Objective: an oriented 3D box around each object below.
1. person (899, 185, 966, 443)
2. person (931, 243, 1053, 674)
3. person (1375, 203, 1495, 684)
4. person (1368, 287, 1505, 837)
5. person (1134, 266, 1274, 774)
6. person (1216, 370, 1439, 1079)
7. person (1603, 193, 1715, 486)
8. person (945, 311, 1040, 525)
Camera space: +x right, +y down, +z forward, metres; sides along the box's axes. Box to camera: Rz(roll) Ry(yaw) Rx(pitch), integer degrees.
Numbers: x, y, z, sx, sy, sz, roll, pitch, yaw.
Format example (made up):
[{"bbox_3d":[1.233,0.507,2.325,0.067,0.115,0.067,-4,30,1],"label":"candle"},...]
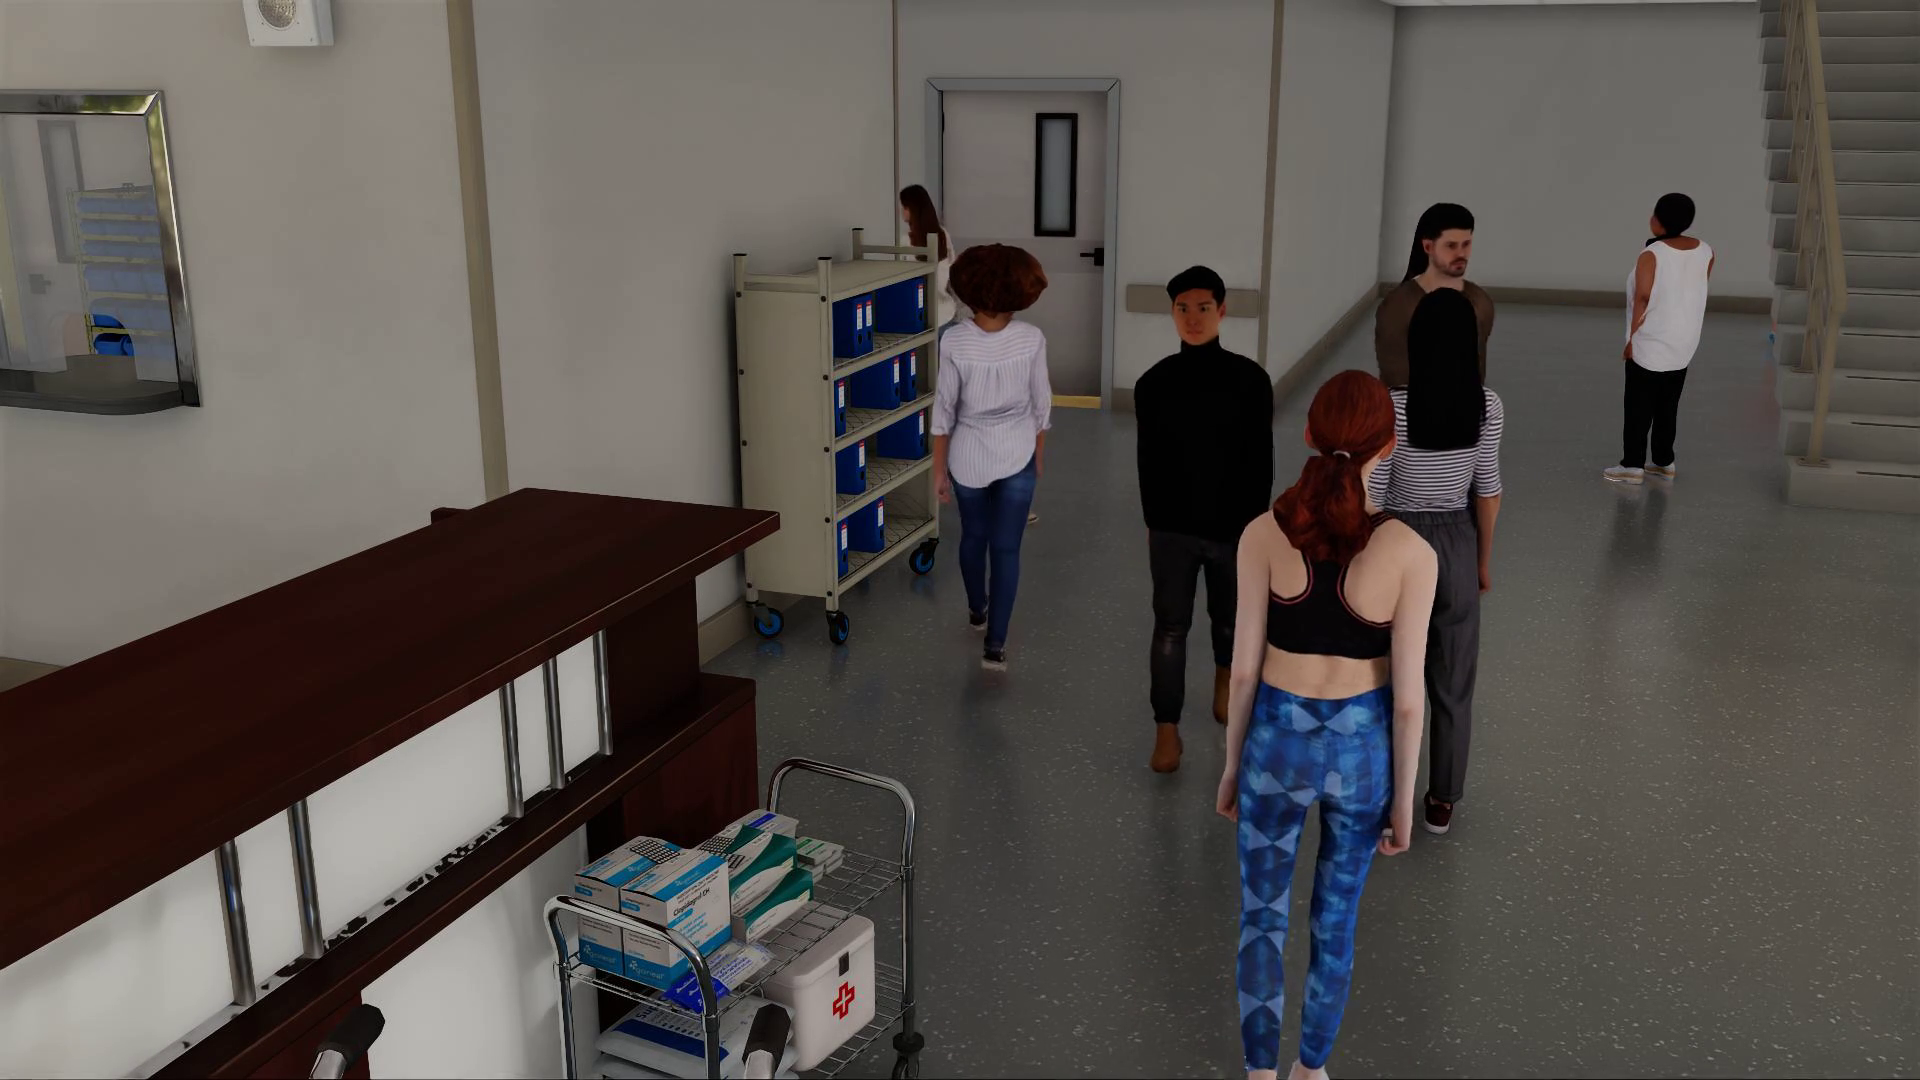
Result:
[{"bbox_3d":[-0.158,-1.309,10.191,0.812,1.674,0.874,-8,18,-26],"label":"person"},{"bbox_3d":[0.133,-0.284,6.576,0.810,1.663,1.250,1,16,5],"label":"person"},{"bbox_3d":[1.766,-0.364,6.472,0.752,1.874,0.774,-4,16,-13],"label":"person"},{"bbox_3d":[1.438,0.081,5.149,0.661,1.734,0.633,0,16,0],"label":"person"},{"bbox_3d":[0.874,-0.095,5.832,0.733,1.702,1.118,4,16,12],"label":"person"},{"bbox_3d":[0.717,0.552,3.419,0.597,1.767,0.966,5,16,17],"label":"person"},{"bbox_3d":[4.070,-1.177,9.704,0.761,1.684,0.807,-6,17,-20],"label":"person"},{"bbox_3d":[0.149,-0.746,8.891,0.695,1.296,0.844,11,19,34],"label":"person"}]
